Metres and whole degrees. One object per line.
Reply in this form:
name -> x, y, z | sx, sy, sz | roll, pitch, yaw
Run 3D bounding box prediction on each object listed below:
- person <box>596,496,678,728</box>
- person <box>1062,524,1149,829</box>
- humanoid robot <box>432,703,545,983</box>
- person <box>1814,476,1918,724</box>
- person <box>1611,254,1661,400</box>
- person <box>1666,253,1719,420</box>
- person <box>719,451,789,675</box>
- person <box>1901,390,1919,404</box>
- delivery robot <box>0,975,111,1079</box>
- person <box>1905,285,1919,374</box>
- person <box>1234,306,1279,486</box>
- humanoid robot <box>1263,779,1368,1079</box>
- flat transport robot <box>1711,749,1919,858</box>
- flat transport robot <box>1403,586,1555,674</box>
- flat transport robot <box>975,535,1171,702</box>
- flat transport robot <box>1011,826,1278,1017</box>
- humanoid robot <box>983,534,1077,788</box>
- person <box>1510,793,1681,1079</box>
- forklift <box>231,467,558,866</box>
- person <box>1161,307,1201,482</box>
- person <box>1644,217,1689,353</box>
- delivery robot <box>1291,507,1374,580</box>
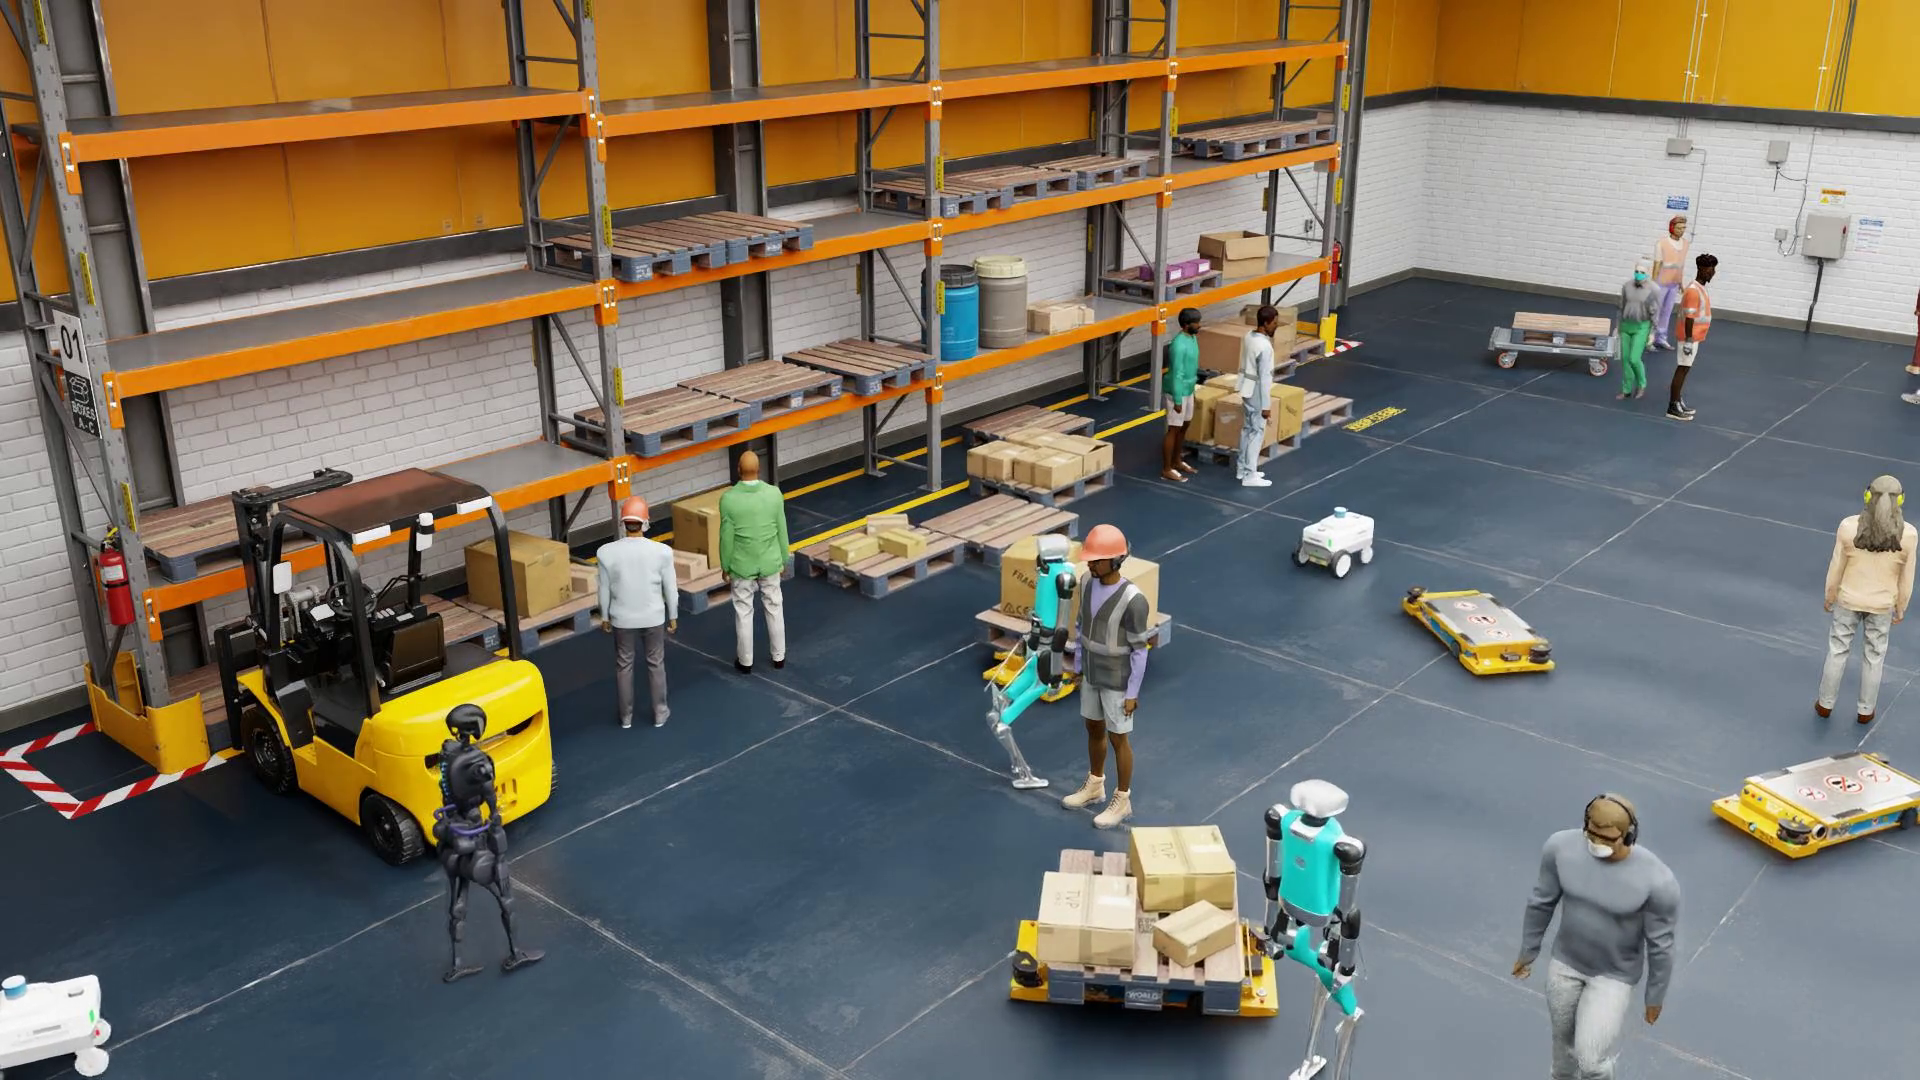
person -> -2.316, 0.524, 12.005 | 0.572, 1.740, 0.344 | -3, 21, -9
person -> 0.916, 0.867, 10.644 | 0.385, 2.041, 0.613 | -13, 24, -32
humanoid robot -> -2.646, 1.635, 9.104 | 0.589, 1.642, 0.587 | 18, 27, 39
person -> 6.556, 0.442, 12.036 | 0.552, 1.877, 0.414 | 10, 22, 25
person -> 8.243, -2.593, 20.324 | 0.422, 1.828, 0.549 | -13, 24, -32
person -> 8.645, -2.413, 19.642 | 0.362, 1.961, 0.611 | 11, 23, 27
person -> -1.595, 0.177, 12.887 | 0.551, 1.781, 0.384 | -7, 21, -18
person -> 12.111, -2.504, 20.082 | 0.975, 1.838, 0.591 | 8, 22, 21
delivery robot -> -4.752, 2.492, 8.400 | 0.788, 0.605, 0.499 | -9, 22, -22
person -> 12.641, -3.018, 21.563 | 0.467, 1.768, 0.381 | 4, 21, 11
person -> 3.063, -1.491, 17.230 | 0.398, 1.907, 0.600 | -3, 20, -8
humanoid robot -> 1.826, 1.970, 8.201 | 0.682, 1.864, 0.536 | -18, 27, -40
flat transport robot -> 5.722, 1.717, 10.900 | 1.431, 0.231, 0.659 | -9, 22, -22
flat transport robot -> 4.218, 0.721, 13.597 | 0.659, 0.231, 1.431 | -3, 20, -8
flat transport robot -> 0.888, 0.891, 13.136 | 0.659, 0.231, 1.431 | 16, 26, 37
flat transport robot -> 1.024, 2.332, 9.232 | 1.431, 0.231, 0.659 | 2, 20, 7
humanoid robot -> 0.414, 0.825, 11.158 | 0.708, 1.750, 0.538 | -5, 21, -14
person -> 2.915, 2.012, 7.713 | 0.467, 1.918, 0.661 | -17, 26, -38
forklift -> -3.730, 0.710, 10.856 | 2.313, 2.155, 1.214 | 17, 26, 38
person -> 2.311, -1.537, 17.457 | 0.390, 1.841, 0.491 | 10, 22, 24
person -> 9.669, -3.500, 22.756 | 0.562, 1.847, 0.389 | -10, 22, -24
delivery robot -> 3.418, 0.012, 15.125 | 0.793, 0.608, 0.499 | -17, 26, -39
